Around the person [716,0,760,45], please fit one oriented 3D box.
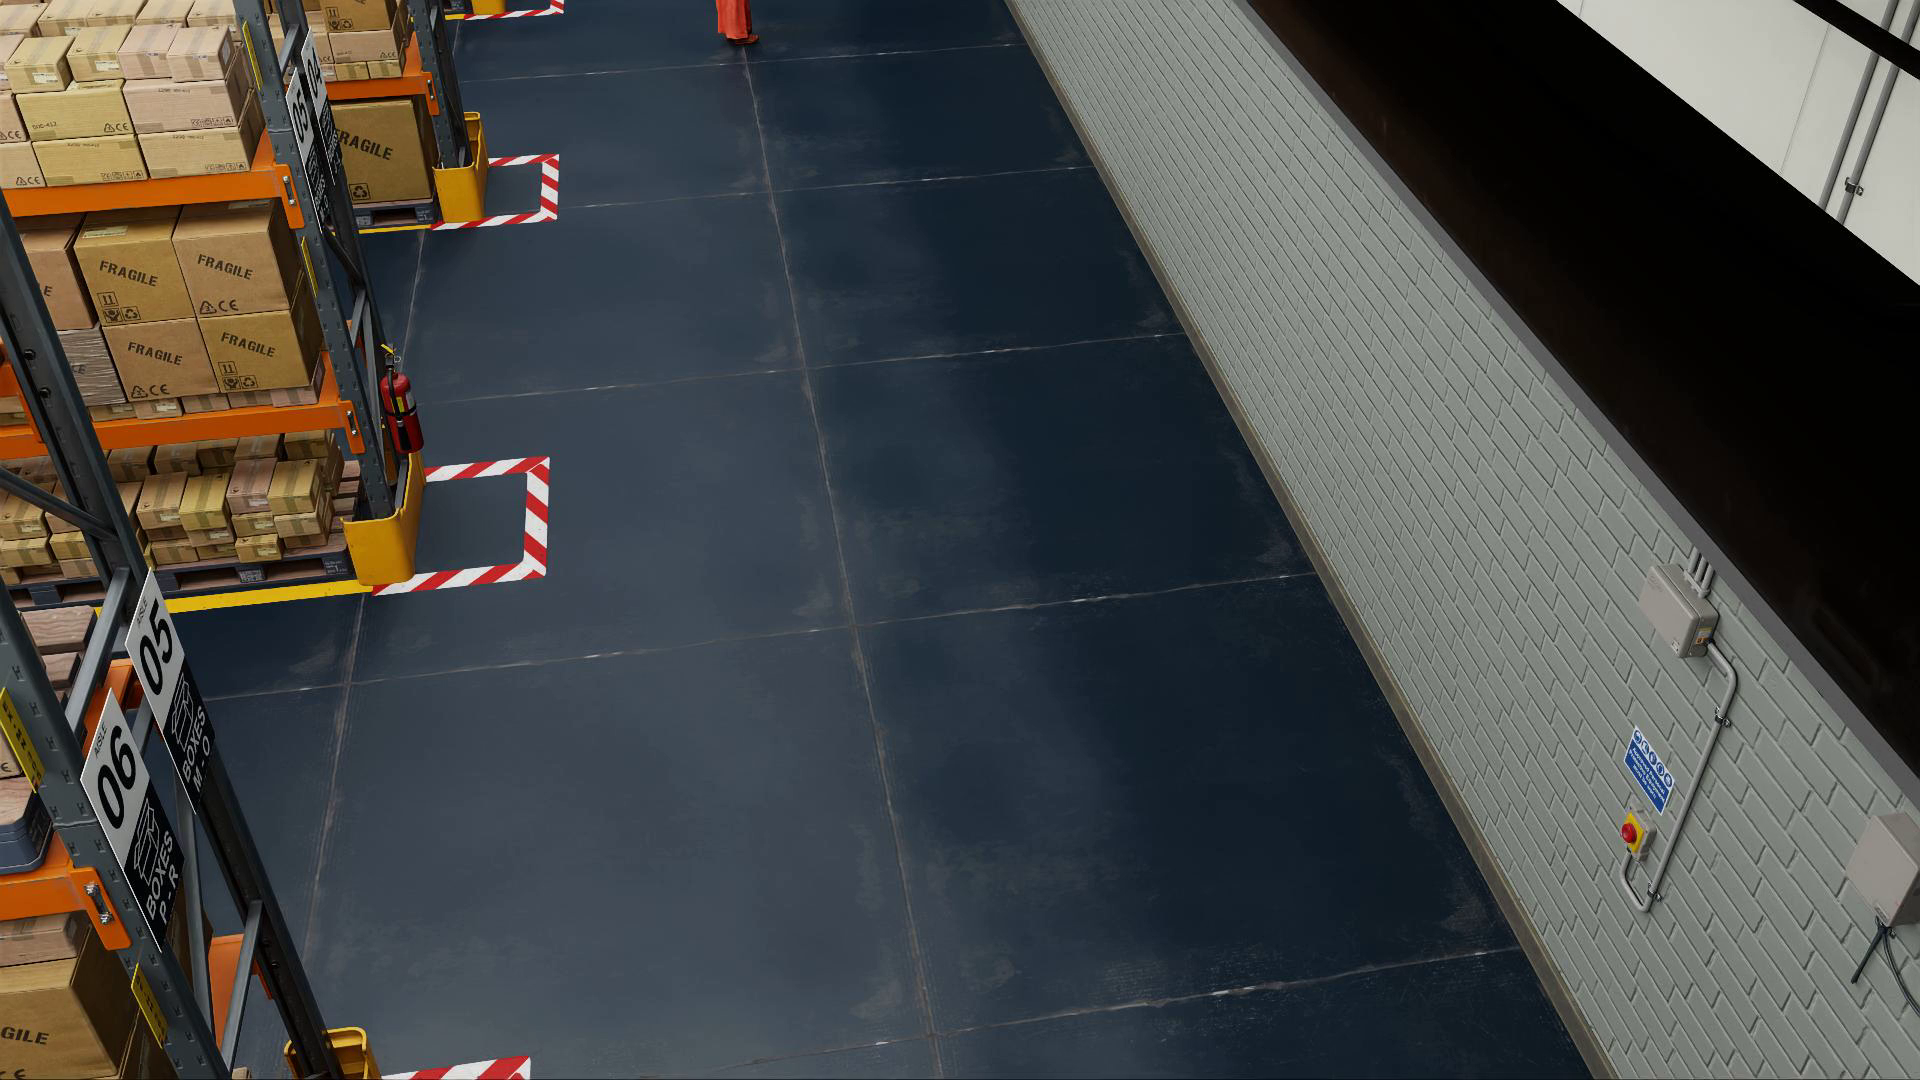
[{"bbox_3d":[-2.360,-6.032,17.121,0.711,1.803,0.709,-23,43,-26],"label":"person"}]
